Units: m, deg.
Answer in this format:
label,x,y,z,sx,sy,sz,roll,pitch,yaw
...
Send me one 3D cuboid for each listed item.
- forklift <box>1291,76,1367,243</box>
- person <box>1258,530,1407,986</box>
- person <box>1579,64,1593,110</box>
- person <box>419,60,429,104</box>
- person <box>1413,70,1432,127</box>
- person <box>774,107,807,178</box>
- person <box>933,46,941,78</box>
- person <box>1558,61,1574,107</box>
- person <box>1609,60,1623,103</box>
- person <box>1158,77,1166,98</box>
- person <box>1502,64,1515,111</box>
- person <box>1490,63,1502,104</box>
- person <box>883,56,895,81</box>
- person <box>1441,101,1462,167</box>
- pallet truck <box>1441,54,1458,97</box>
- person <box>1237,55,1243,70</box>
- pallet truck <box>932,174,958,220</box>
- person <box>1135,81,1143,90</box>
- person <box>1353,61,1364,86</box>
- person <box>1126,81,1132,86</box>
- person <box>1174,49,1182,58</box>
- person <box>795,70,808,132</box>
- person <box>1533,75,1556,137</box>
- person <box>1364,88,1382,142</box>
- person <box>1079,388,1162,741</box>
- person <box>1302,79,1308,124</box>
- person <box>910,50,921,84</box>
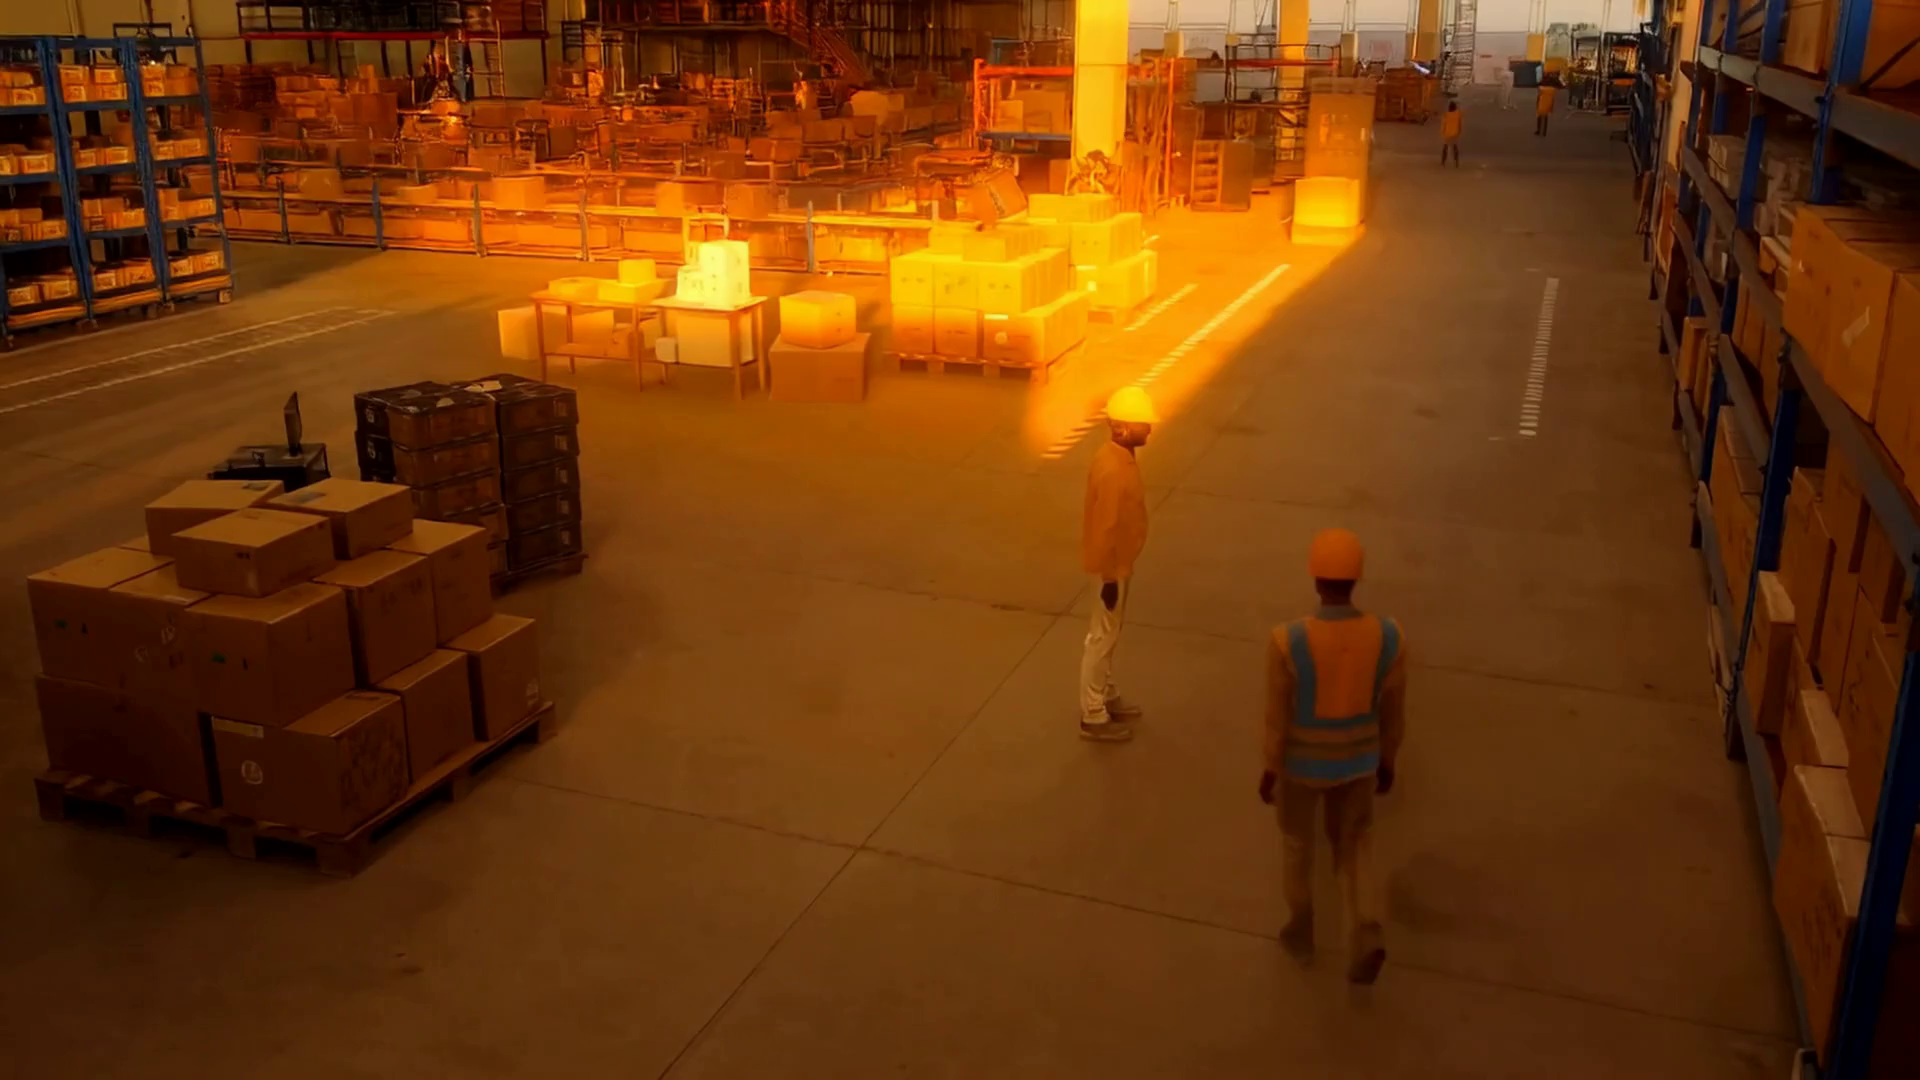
label,x,y,z,sx,sy,sz,roll,pitch,yaw
forklift,6.598,-6.755,29.381,1.129,2.768,1.873,6,19,19
person,1.544,0.910,6.849,0.620,1.925,0.751,-3,18,-8
person,25.748,-18.622,68.347,0.517,1.843,0.326,-7,19,-20
person,-23.518,-20.085,72.908,0.383,1.873,0.640,-8,19,-23
person,16.189,-15.514,58.464,0.571,1.913,0.780,-14,22,-37
person,-4.098,-9.466,39.805,0.931,1.720,0.522,-4,18,-11
person,-1.372,-28.368,98.865,0.438,1.906,0.593,5,18,14
person,25.810,-19.399,70.726,0.591,1.899,0.907,-4,18,-13
person,29.033,-20.352,73.754,0.621,1.871,0.938,-1,18,-3
person,7.058,-15.383,58.298,0.314,1.769,0.524,4,18,12
person,22.389,-18.438,67.747,0.476,1.851,0.527,14,22,37
person,23.256,-19.797,72.215,0.500,1.726,0.482,4,18,12
person,-3.313,-21.571,77.531,0.543,1.903,0.963,-4,18,-13
person,12.765,-10.533,43.188,0.542,1.682,0.629,-2,18,-6
pallet truck,22.765,-21.886,78.355,0.823,1.965,1.885,-4,18,-14
person,13.853,-23.331,83.211,0.877,1.811,0.626,6,19,17
pallet truck,-0.507,-5.292,27.348,0.653,1.274,1.630,6,19,19
person,8.790,-22.955,81.849,0.390,1.927,0.644,-13,22,-35
person,18.743,-21.667,78.221,0.708,1.672,0.579,-14,23,-38
person,6.074,-16.122,60.250,0.396,1.992,0.622,-2,18,-6
person,12.002,-26.174,91.952,0.611,1.926,0.827,-16,24,-41
person,-5.324,-14.674,55.627,0.395,2.038,0.615,-11,21,-30
person,18.892,-14.040,53.757,0.367,1.965,0.610,-16,24,-41
person,12.807,-13.171,51.514,0.547,1.645,0.865,-11,21,-32
person,0.881,0.128,9.215,0.414,1.985,0.611,4,18,12
person,11.052,-14.024,53.959,0.599,1.813,0.668,-13,22,-35
person,-2.496,-26.156,92.059,0.661,1.815,0.783,-9,20,-27
